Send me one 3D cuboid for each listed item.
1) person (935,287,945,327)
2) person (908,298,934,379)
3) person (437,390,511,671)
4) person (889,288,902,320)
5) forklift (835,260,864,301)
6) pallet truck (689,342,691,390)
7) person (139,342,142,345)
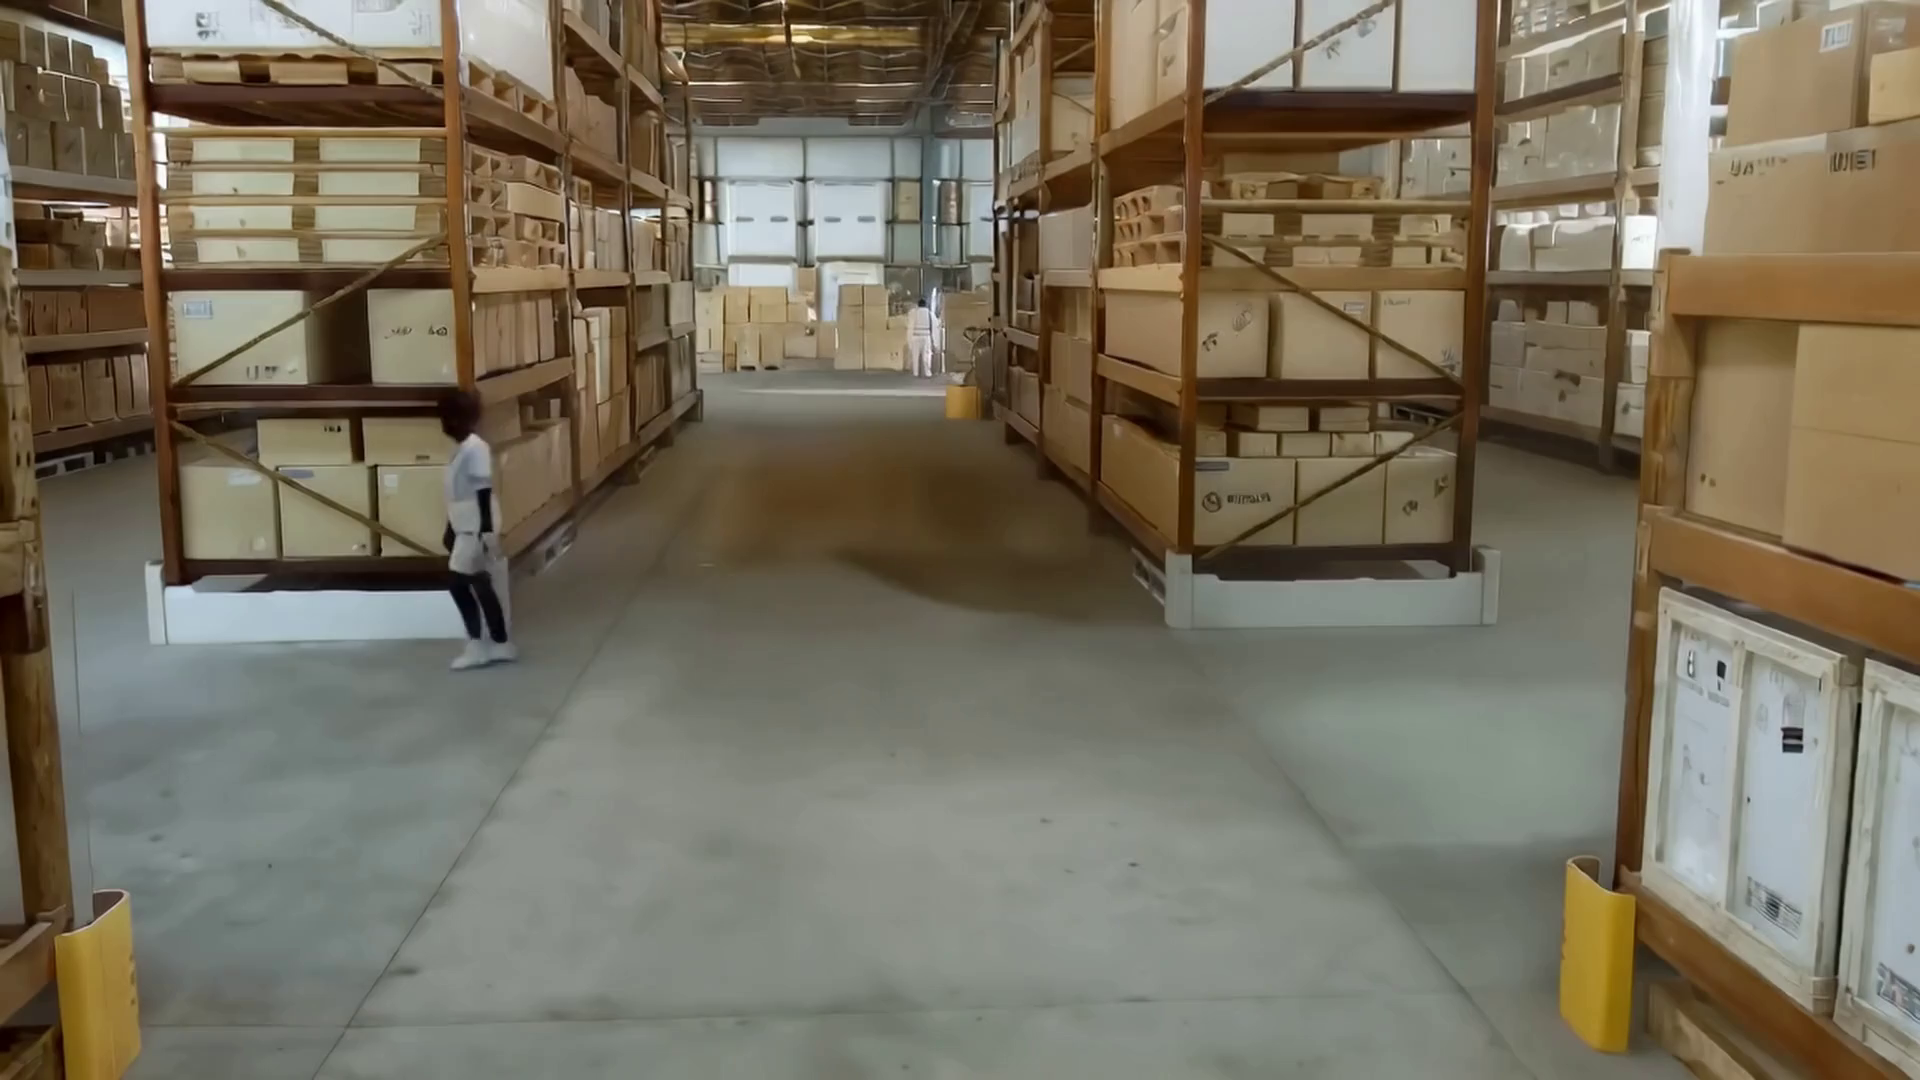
[{"bbox_3d":[-0.632,-8.309,60.984,0.589,1.928,0.386,-1,9,-4],"label":"person"},{"bbox_3d":[-0.895,-4.587,37.902,0.624,1.840,0.429,-2,9,-11],"label":"person"},{"bbox_3d":[-2.949,-0.053,9.922,0.508,1.669,0.558,-4,10,-26],"label":"person"},{"bbox_3d":[-2.302,-7.827,57.977,0.636,1.928,0.383,4,10,22],"label":"person"},{"bbox_3d":[-3.484,-7.453,52.630,1.129,2.768,1.873,-1,9,-4],"label":"forklift"},{"bbox_3d":[-5.225,-3.008,27.480,1.885,1.965,0.823,2,9,14],"label":"pallet truck"},{"bbox_3d":[-23.276,-6.114,47.402,0.513,1.866,0.331,1,9,8],"label":"person"}]
